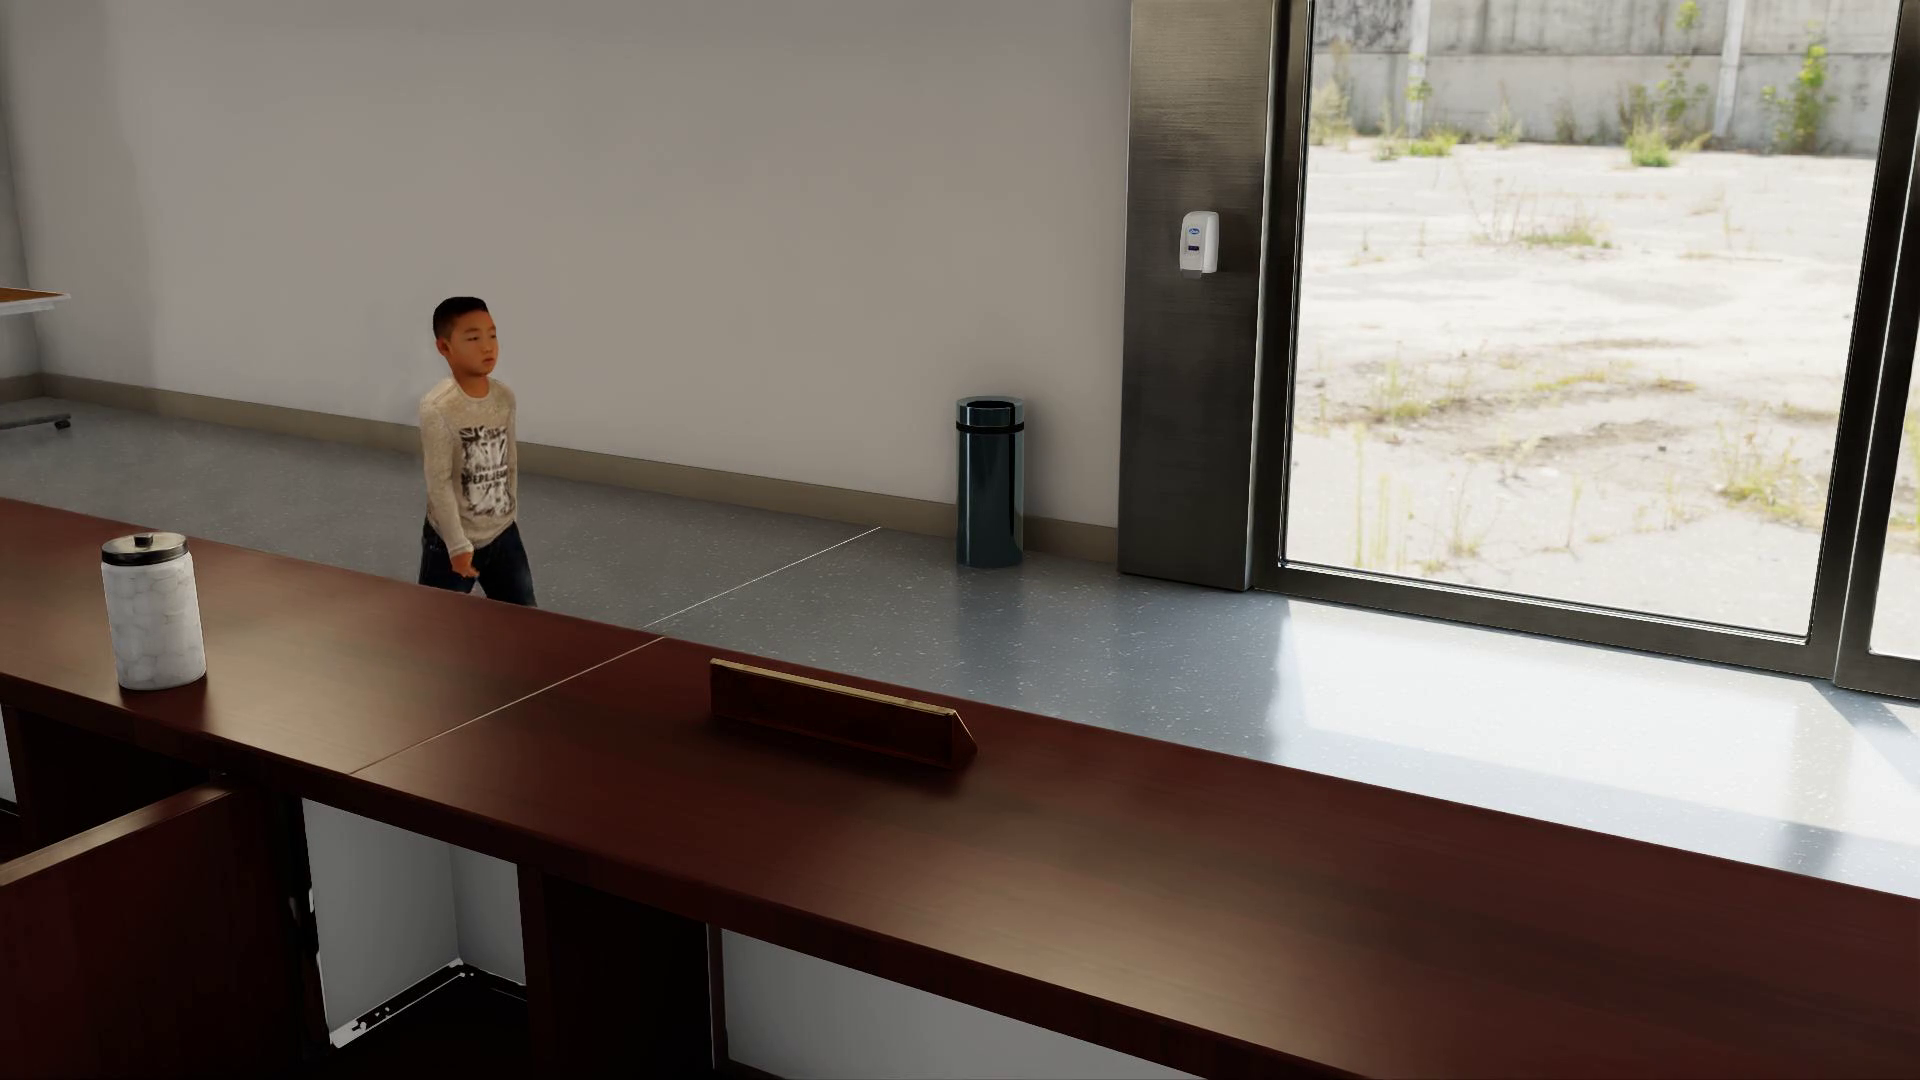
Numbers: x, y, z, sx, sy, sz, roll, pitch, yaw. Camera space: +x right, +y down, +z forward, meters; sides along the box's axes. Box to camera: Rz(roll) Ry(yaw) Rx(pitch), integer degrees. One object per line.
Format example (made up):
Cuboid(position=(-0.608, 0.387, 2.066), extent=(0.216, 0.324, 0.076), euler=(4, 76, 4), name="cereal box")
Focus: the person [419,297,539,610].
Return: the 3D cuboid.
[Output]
Cuboid(position=(-1.561, -0.005, 5.124), extent=(0.653, 1.433, 0.948), euler=(10, 19, 32), name="person")
